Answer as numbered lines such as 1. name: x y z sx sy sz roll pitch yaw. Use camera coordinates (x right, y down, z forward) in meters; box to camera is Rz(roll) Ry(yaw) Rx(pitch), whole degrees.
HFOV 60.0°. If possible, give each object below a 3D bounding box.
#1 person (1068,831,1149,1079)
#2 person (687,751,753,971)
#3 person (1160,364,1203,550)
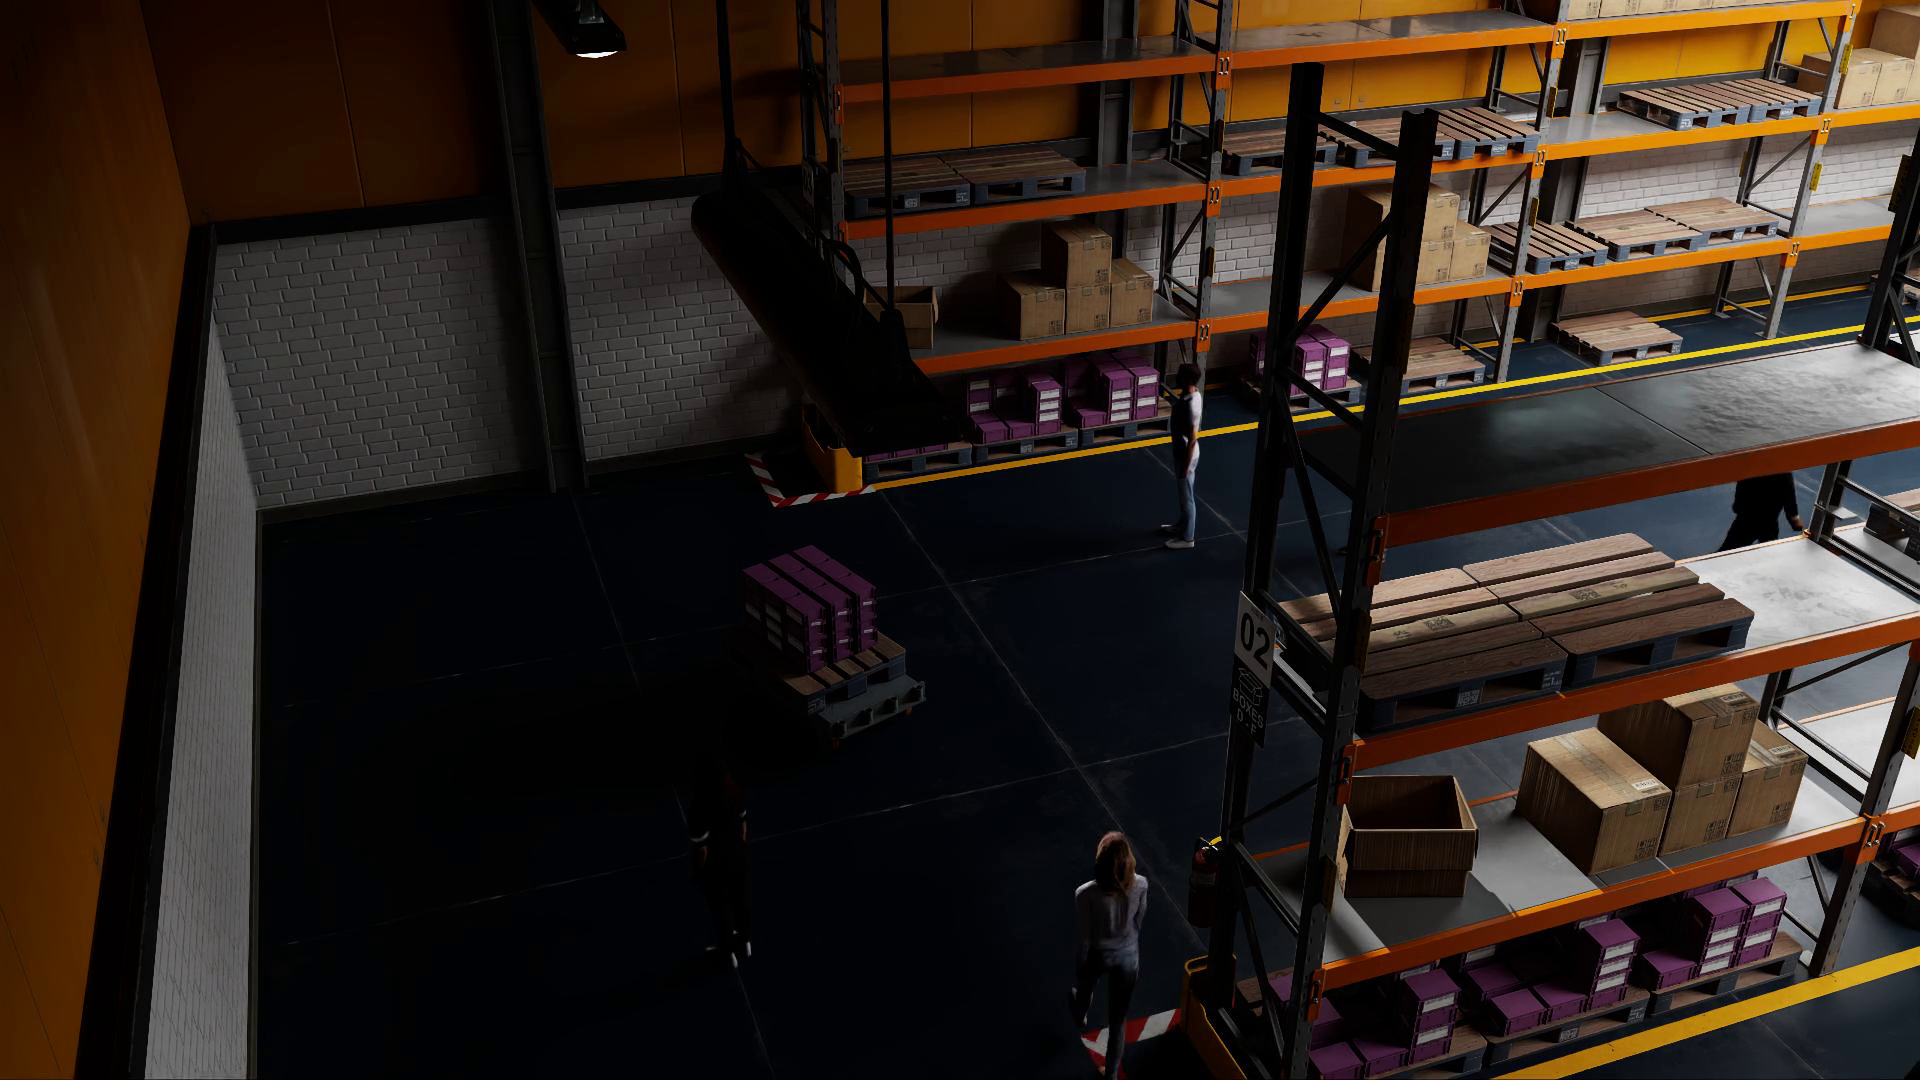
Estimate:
1. person: 0.902 2.517 9.694 1.062 1.760 0.820 -3 29 -6
2. person: -1.531 2.053 10.671 0.766 1.638 0.669 23 36 36
3. person: 2.140 -0.803 15.685 0.715 1.850 0.732 3 29 6
